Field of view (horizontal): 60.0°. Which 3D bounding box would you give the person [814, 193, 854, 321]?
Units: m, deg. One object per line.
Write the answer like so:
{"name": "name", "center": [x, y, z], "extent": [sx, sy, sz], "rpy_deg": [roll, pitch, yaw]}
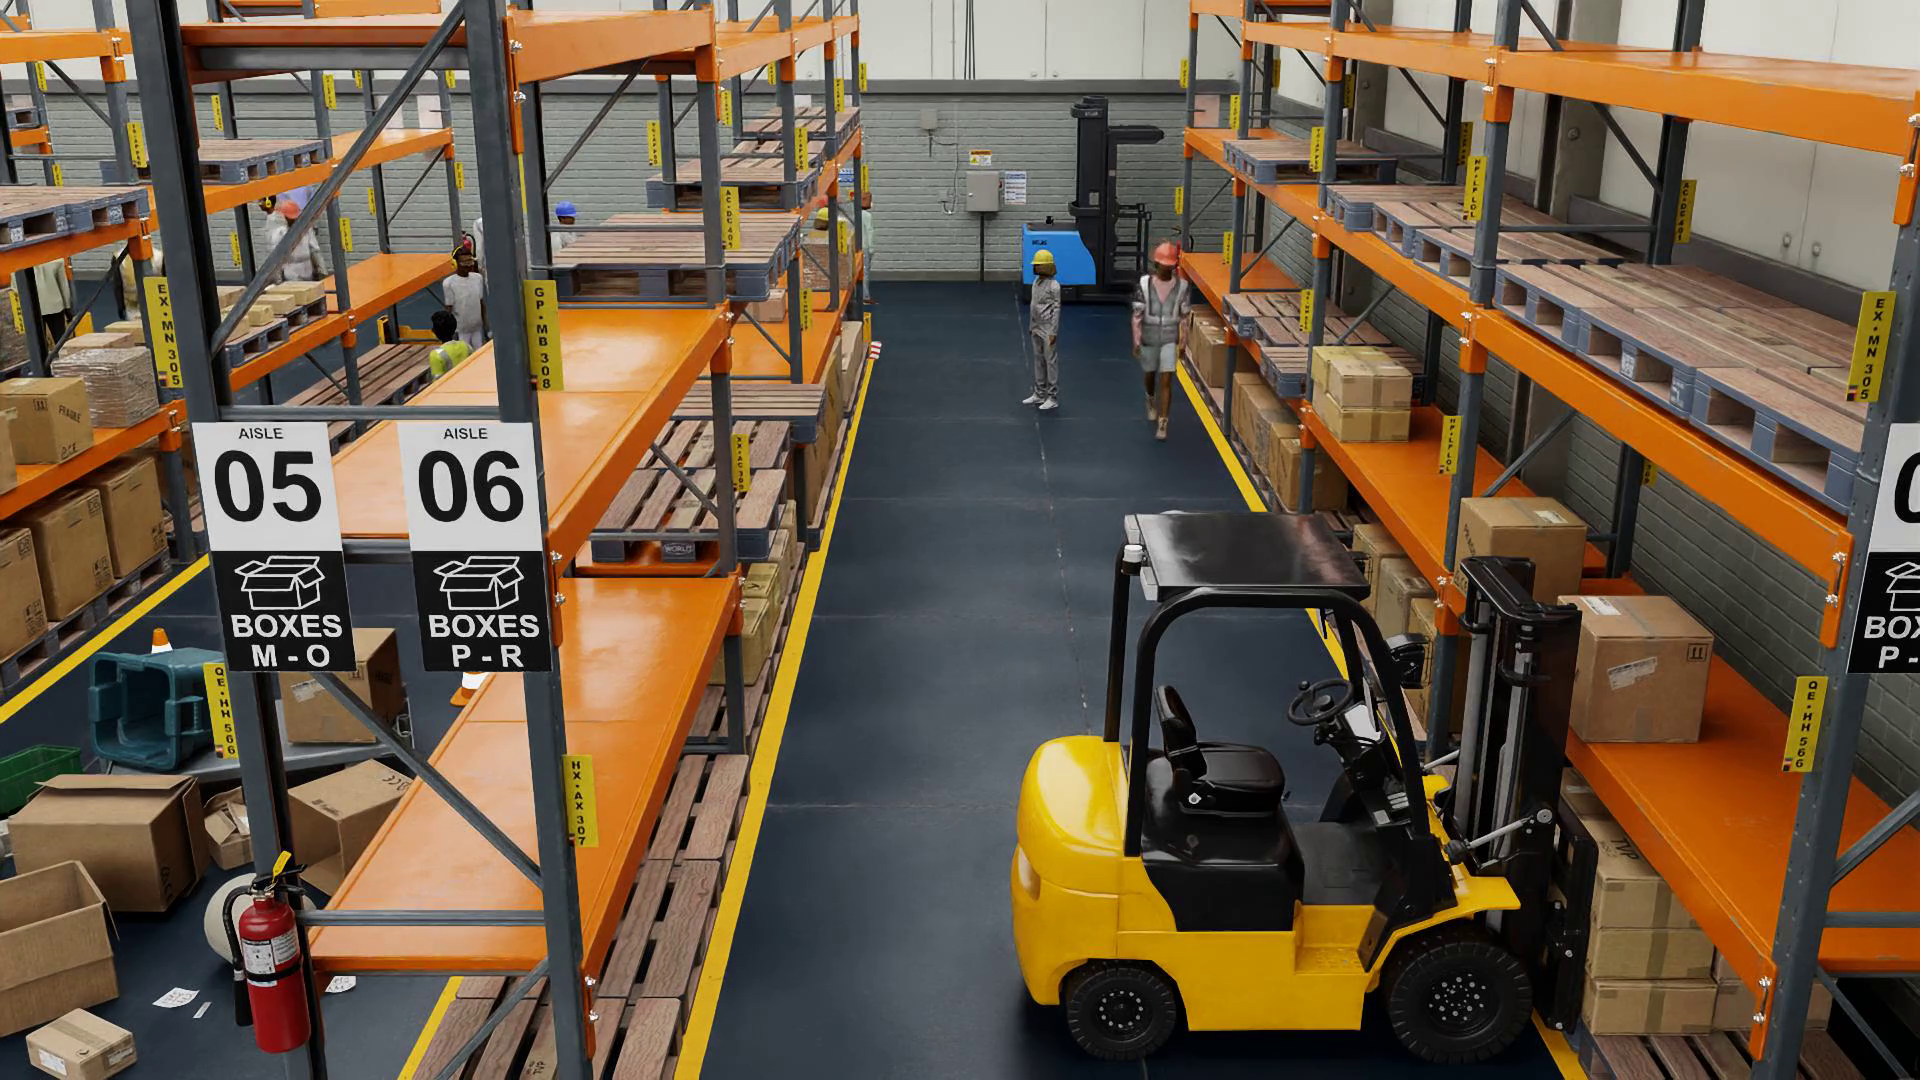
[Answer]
{"name": "person", "center": [-1.702, -3.695, 22.265], "extent": [0.554, 1.882, 0.958], "rpy_deg": [-13, 22, -33]}

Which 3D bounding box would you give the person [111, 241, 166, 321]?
{"name": "person", "center": [-9.577, -2.790, 19.583], "extent": [0.630, 1.822, 0.601], "rpy_deg": [-6, 19, -17]}

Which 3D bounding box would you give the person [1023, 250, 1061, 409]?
{"name": "person", "center": [0.907, -2.315, 18.274], "extent": [0.295, 1.743, 0.493], "rpy_deg": [-11, 21, -30]}

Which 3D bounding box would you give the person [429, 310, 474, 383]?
{"name": "person", "center": [-4.591, -1.245, 15.127], "extent": [0.322, 1.691, 0.533], "rpy_deg": [7, 20, 21]}

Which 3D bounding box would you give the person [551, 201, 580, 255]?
{"name": "person", "center": [-4.881, -3.244, 20.761], "extent": [0.389, 1.948, 0.608], "rpy_deg": [2, 18, 6]}

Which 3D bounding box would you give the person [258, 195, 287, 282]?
{"name": "person", "center": [-9.299, -3.826, 22.671], "extent": [0.326, 1.861, 0.499], "rpy_deg": [-7, 19, -19]}

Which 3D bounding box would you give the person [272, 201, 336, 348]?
{"name": "person", "center": [-8.460, -3.417, 21.400], "extent": [1.024, 1.864, 0.566], "rpy_deg": [11, 21, 29]}

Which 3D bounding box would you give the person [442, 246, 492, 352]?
{"name": "person", "center": [-5.267, -2.222, 17.824], "extent": [0.331, 1.860, 0.518], "rpy_deg": [13, 23, 35]}

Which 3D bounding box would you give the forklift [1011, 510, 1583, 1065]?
{"name": "forklift", "center": [1.387, 1.055, 7.378], "extent": [2.313, 2.155, 1.214], "rpy_deg": [0, 18, 0]}

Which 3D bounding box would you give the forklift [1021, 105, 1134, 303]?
{"name": "forklift", "center": [1.857, -4.944, 24.441], "extent": [1.873, 2.768, 1.129], "rpy_deg": [0, 18, 0]}

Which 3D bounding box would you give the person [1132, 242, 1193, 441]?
{"name": "person", "center": [2.090, -2.111, 17.260], "extent": [0.601, 2.012, 1.003], "rpy_deg": [3, 19, 9]}

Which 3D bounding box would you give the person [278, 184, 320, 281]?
{"name": "person", "center": [-10.258, -4.911, 25.837], "extent": [0.548, 1.925, 0.398], "rpy_deg": [-12, 22, -32]}

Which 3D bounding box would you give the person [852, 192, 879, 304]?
{"name": "person", "center": [-1.405, -4.288, 24.412], "extent": [0.285, 1.631, 0.501], "rpy_deg": [-11, 21, -29]}

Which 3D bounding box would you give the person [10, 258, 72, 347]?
{"name": "person", "center": [-10.343, -2.602, 18.750], "extent": [0.390, 1.991, 0.624], "rpy_deg": [14, 23, 37]}
